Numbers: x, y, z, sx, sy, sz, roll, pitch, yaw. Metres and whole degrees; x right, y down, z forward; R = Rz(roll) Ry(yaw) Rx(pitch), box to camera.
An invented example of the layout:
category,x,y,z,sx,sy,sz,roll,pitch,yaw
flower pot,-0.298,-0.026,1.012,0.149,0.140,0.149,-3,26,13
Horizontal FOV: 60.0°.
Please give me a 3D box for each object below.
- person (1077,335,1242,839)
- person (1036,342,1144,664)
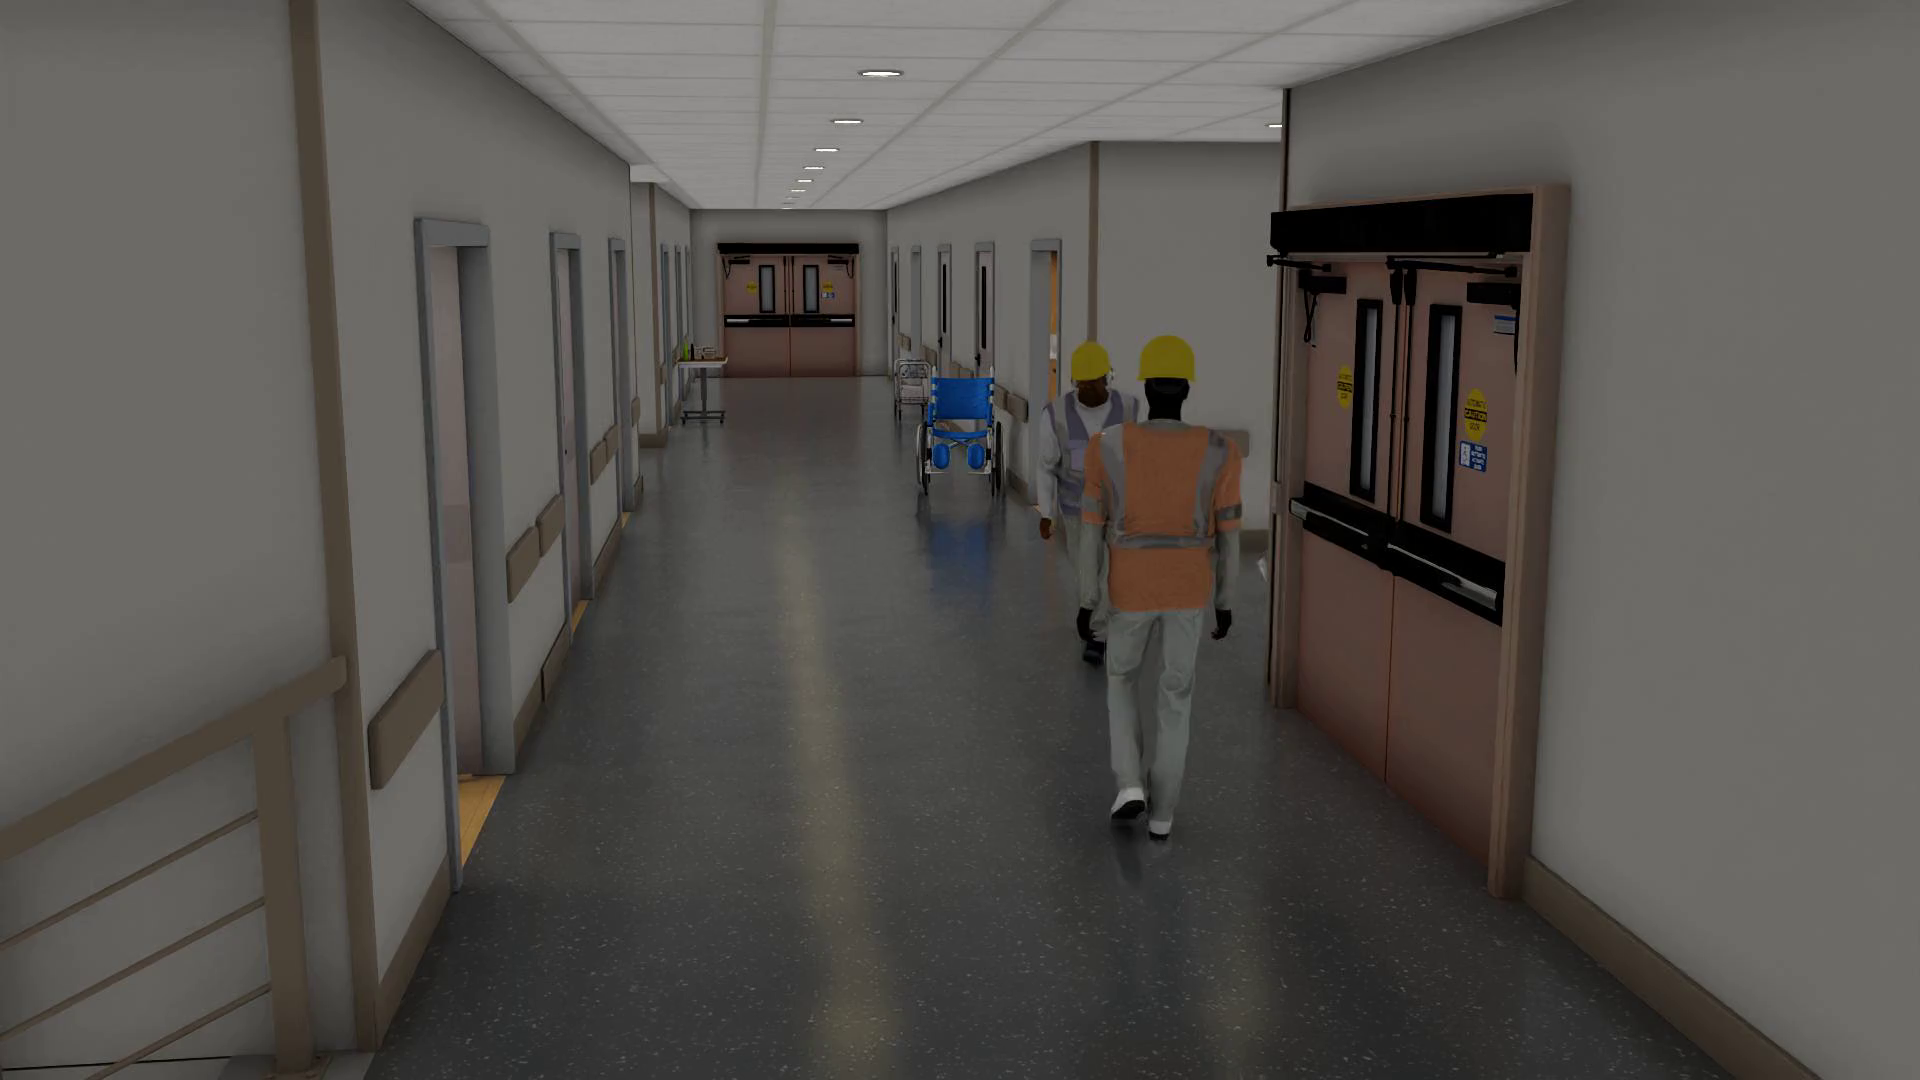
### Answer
category,x,y,z,sx,sy,sz,roll,pitch,yaw
person,0.753,0.186,6.319,0.605,1.910,0.419,1,10,5
person,0.726,-0.225,9.212,0.597,1.749,1.008,1,10,6
